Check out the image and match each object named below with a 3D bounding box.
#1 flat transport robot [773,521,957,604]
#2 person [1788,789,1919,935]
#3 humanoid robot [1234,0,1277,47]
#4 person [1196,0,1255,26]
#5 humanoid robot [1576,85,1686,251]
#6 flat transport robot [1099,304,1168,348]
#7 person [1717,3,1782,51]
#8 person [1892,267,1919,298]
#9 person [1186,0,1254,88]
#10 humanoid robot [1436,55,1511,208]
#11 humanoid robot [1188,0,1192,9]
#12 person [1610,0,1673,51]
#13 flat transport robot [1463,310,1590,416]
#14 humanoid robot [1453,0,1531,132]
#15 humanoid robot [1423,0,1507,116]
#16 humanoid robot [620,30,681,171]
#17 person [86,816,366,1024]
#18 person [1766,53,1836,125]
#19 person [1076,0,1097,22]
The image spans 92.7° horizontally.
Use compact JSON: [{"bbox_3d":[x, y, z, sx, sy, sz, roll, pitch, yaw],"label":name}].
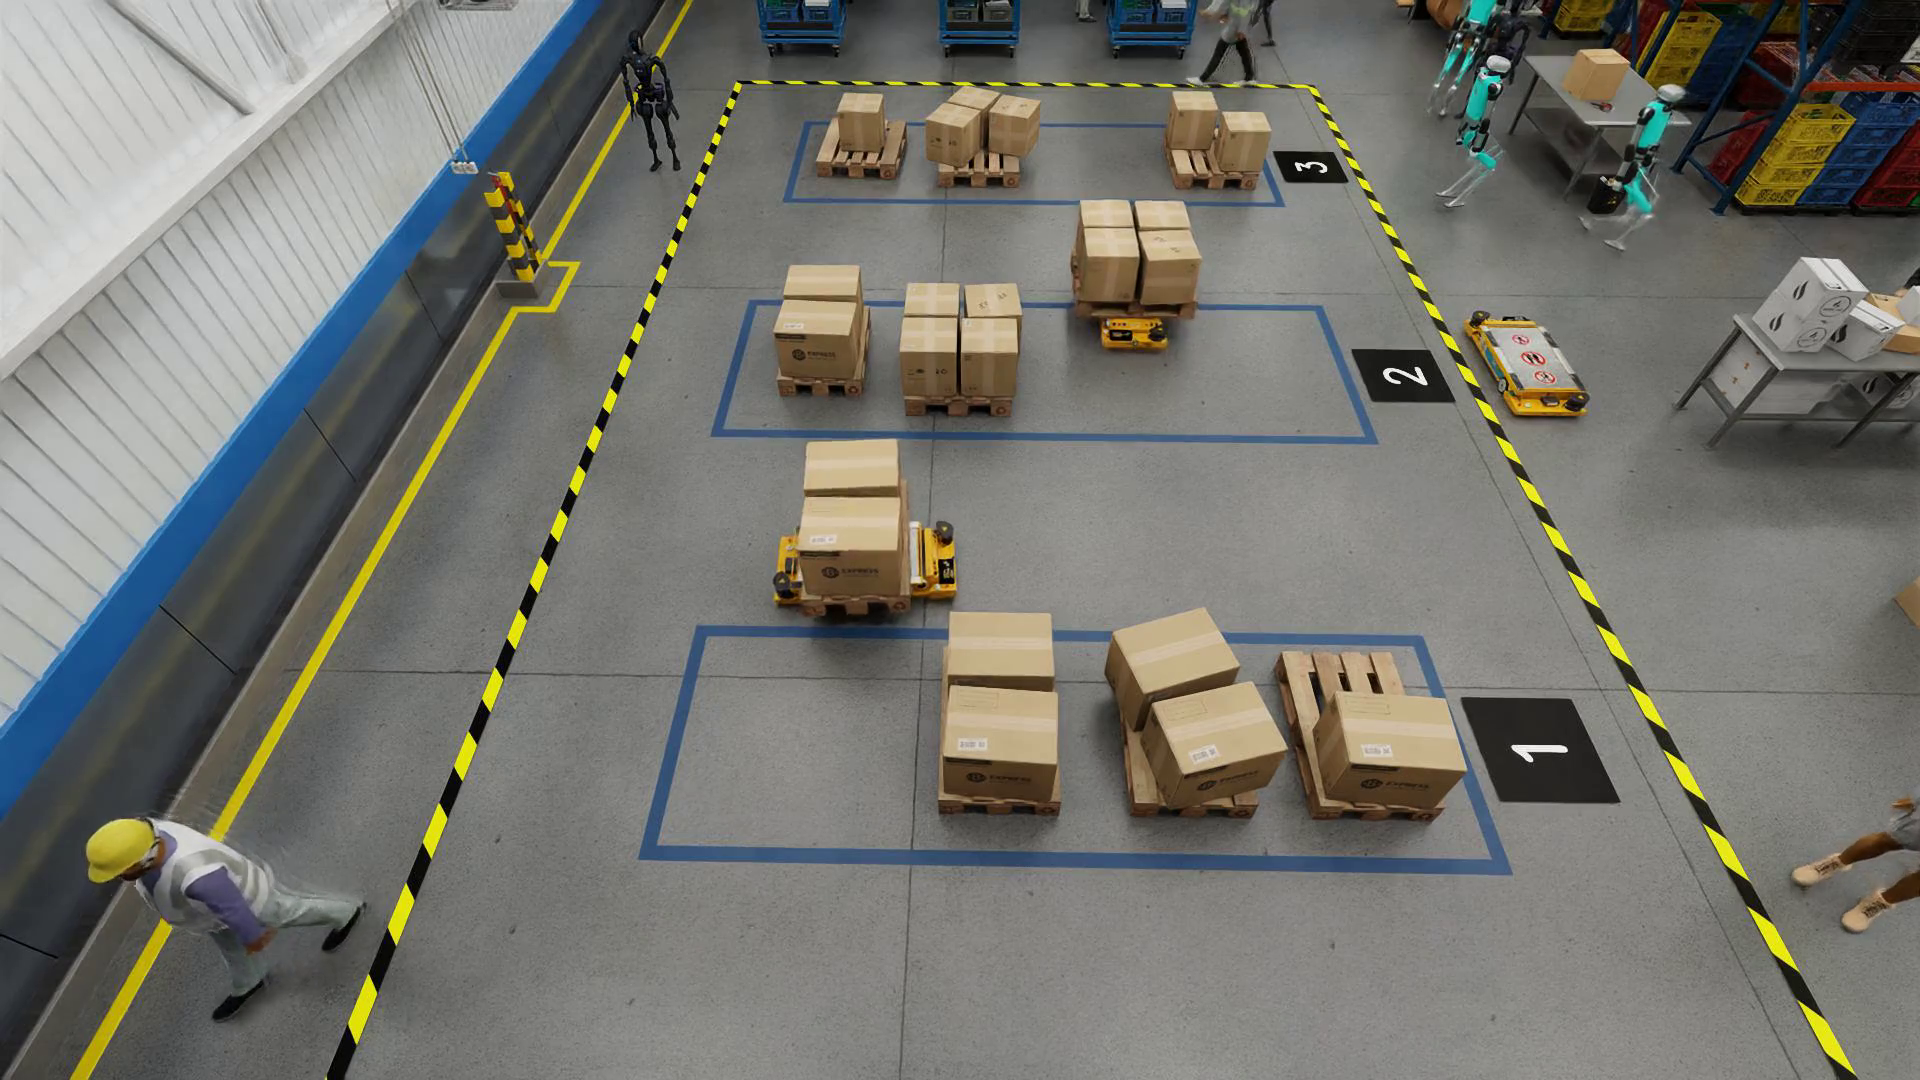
[{"bbox_3d":[-0.755,0.171,7.367,1.431,0.197,0.652,-3,49,-2],"label":"flat transport robot"},{"bbox_3d":[5.491,1.604,4.973,0.394,2.043,0.607,-18,51,-15],"label":"person"},{"bbox_3d":[4.615,-8.318,13.819,0.724,1.631,0.596,11,50,9],"label":"humanoid robot"},{"bbox_3d":[4.366,-9.035,14.367,0.983,1.769,0.632,10,50,9],"label":"person"},{"bbox_3d":[7.473,-3.964,9.984,0.539,1.730,0.977,-24,53,-19],"label":"humanoid robot"},{"bbox_3d":[1.790,-2.558,9.729,0.652,0.197,1.431,1,49,1],"label":"flat transport robot"},{"bbox_3d":[11.975,-8.027,13.531,0.844,1.710,0.496,-8,50,-7],"label":"person"},{"bbox_3d":[10.330,-3.180,9.254,0.332,1.836,0.500,-31,56,-24],"label":"person"},{"bbox_3d":[3.848,-7.250,12.797,0.985,1.797,0.604,11,50,9],"label":"person"},{"bbox_3d":[6.042,-4.652,10.499,0.735,1.677,0.533,0,49,0],"label":"humanoid robot"},{"bbox_3d":[3.858,-9.483,14.818,0.584,1.642,0.593,-32,56,-25],"label":"humanoid robot"},{"bbox_3d":[9.861,-7.608,13.061,1.060,1.862,0.549,-7,49,-6],"label":"person"},{"bbox_3d":[5.573,-1.757,9.054,0.659,0.231,1.431,1,49,1],"label":"flat transport robot"},{"bbox_3d":[7.043,-6.272,12.031,0.602,1.641,0.545,33,57,25],"label":"humanoid robot"},{"bbox_3d":[6.664,-6.477,12.172,0.537,1.810,0.665,30,55,23],"label":"humanoid robot"},{"bbox_3d":[-3.769,-5.360,11.231,0.599,1.657,0.315,-1,49,-1],"label":"humanoid robot"},{"bbox_3d":[-3.939,1.966,4.826,0.616,1.787,0.841,20,52,17],"label":"person"},{"bbox_3d":[10.633,-5.805,11.396,0.534,2.019,0.629,3,49,3],"label":"person"},{"bbox_3d":[2.040,-9.237,14.495,0.421,1.833,0.560,-2,49,-2],"label":"person"}]
